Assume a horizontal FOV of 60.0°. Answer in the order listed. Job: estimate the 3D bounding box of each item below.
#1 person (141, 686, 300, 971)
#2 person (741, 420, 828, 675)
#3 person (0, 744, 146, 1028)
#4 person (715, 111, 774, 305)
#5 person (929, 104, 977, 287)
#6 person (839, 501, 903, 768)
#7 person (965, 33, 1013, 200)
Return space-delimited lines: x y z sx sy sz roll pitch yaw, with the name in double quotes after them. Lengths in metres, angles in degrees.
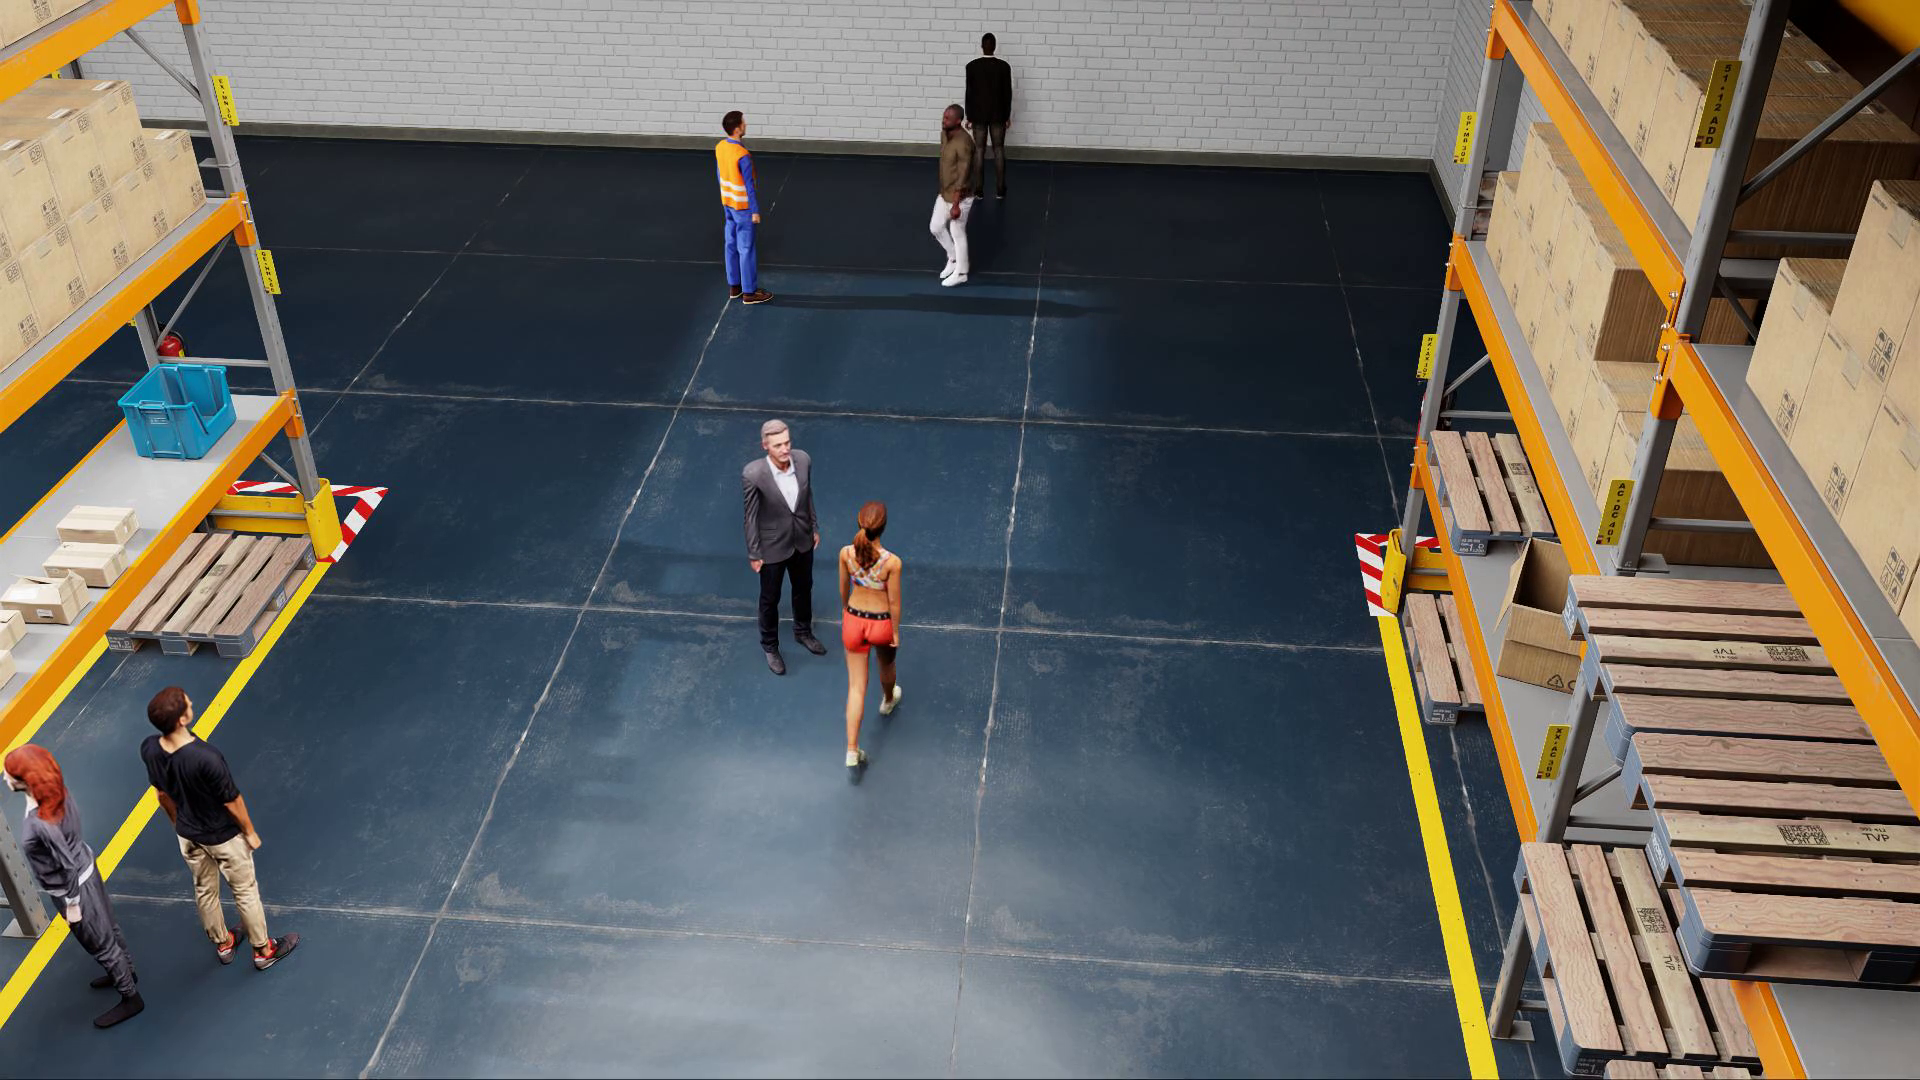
-3.941 1.522 8.736 0.679 1.858 0.570 8 34 12 "person"
-1.165 0.005 11.035 0.798 1.841 0.853 -24 41 -32 "person"
-4.515 1.745 8.472 0.719 1.779 0.605 -16 37 -22 "person"
-2.094 -3.161 15.779 0.844 1.862 0.782 -24 41 -32 "person"
0.019 -3.336 16.085 0.894 1.813 0.797 -18 38 -25 "person"
-0.588 0.600 10.220 0.697 1.752 1.175 7 34 11 "person"
0.311 -4.569 17.954 0.659 1.799 0.563 1 34 2 "person"
